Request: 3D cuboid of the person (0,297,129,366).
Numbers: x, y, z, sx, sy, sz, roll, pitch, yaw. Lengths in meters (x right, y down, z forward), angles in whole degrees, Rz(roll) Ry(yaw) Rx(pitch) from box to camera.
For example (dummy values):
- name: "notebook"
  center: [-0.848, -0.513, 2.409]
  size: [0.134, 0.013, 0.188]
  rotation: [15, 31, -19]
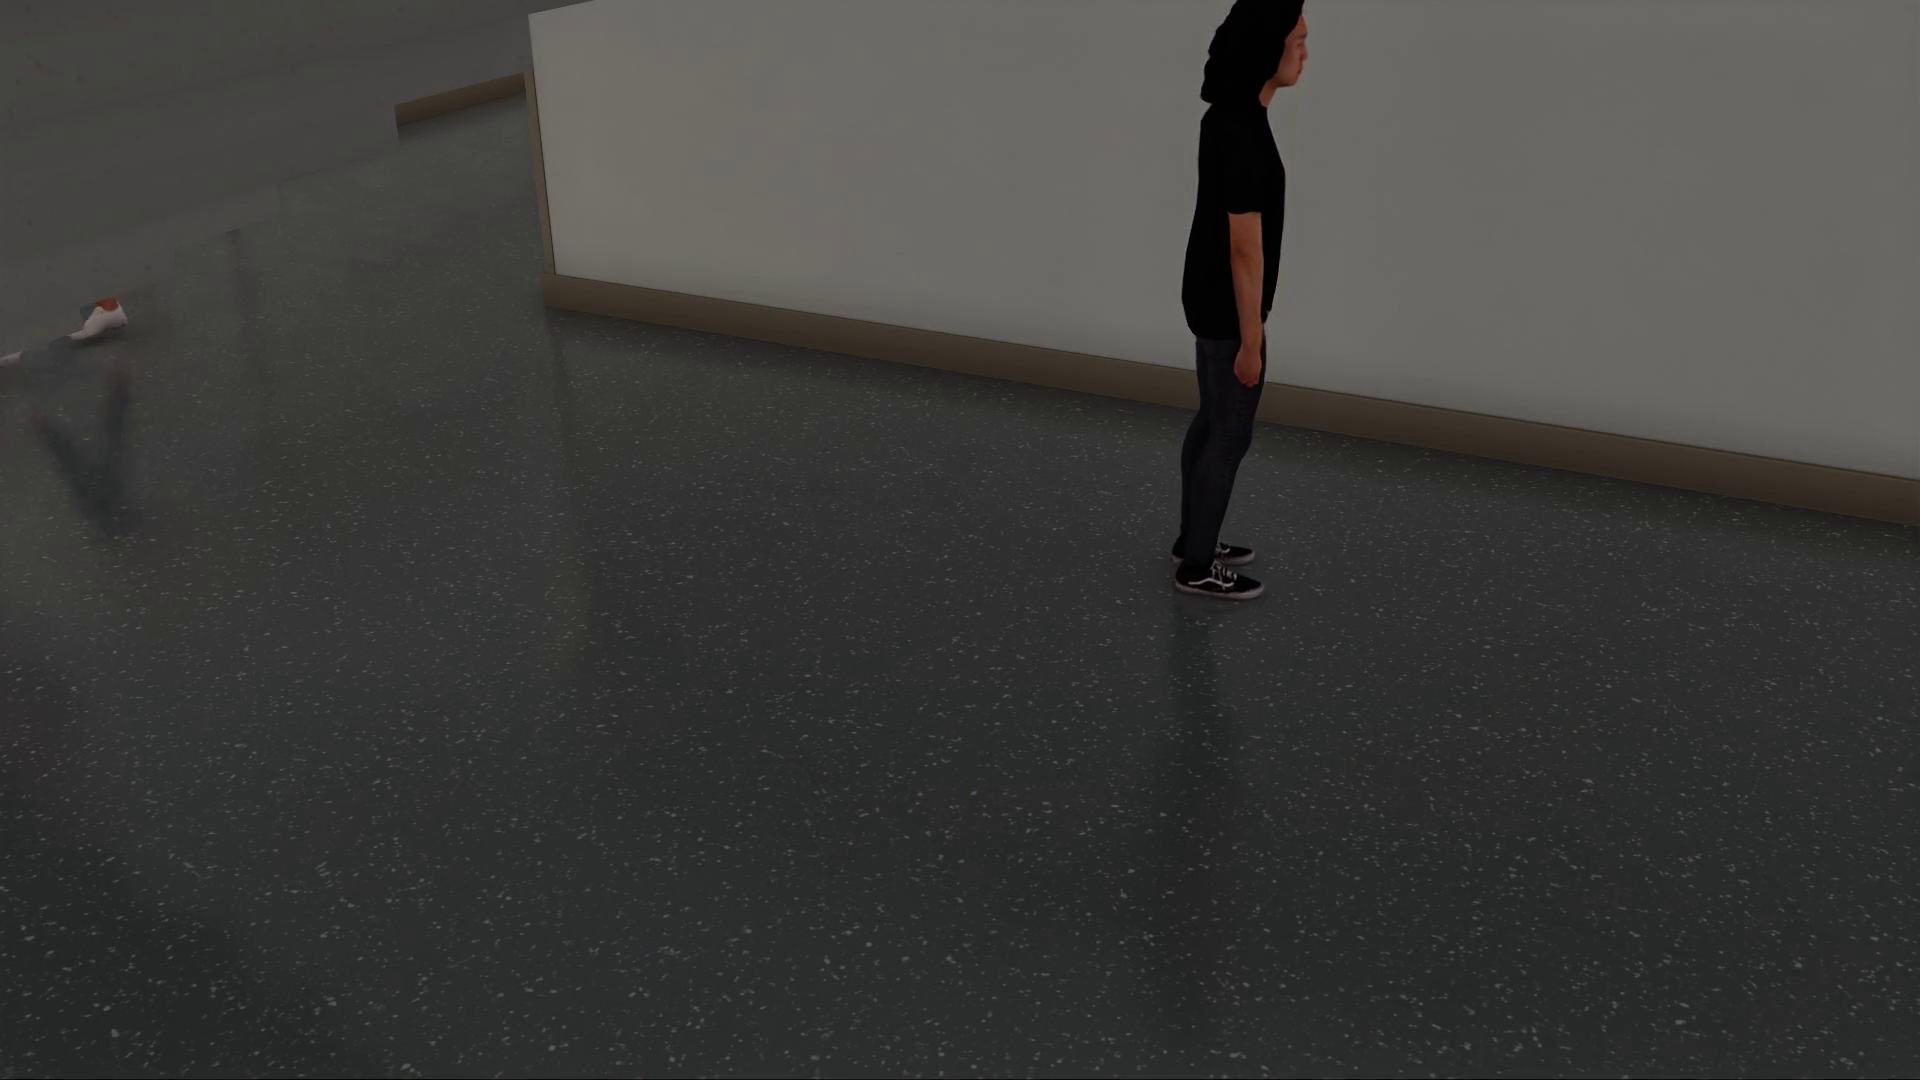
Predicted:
- name: "person"
  center: [-3.881, -1.670, 6.999]
  size: [1.012, 1.778, 0.702]
  rotation: [12, 28, 24]

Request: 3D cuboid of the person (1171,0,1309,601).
- name: "person"
  center: [0.786, -0.703, 4.924]
  size: [0.691, 1.826, 0.706]
  rotation: [-1, 26, -1]
